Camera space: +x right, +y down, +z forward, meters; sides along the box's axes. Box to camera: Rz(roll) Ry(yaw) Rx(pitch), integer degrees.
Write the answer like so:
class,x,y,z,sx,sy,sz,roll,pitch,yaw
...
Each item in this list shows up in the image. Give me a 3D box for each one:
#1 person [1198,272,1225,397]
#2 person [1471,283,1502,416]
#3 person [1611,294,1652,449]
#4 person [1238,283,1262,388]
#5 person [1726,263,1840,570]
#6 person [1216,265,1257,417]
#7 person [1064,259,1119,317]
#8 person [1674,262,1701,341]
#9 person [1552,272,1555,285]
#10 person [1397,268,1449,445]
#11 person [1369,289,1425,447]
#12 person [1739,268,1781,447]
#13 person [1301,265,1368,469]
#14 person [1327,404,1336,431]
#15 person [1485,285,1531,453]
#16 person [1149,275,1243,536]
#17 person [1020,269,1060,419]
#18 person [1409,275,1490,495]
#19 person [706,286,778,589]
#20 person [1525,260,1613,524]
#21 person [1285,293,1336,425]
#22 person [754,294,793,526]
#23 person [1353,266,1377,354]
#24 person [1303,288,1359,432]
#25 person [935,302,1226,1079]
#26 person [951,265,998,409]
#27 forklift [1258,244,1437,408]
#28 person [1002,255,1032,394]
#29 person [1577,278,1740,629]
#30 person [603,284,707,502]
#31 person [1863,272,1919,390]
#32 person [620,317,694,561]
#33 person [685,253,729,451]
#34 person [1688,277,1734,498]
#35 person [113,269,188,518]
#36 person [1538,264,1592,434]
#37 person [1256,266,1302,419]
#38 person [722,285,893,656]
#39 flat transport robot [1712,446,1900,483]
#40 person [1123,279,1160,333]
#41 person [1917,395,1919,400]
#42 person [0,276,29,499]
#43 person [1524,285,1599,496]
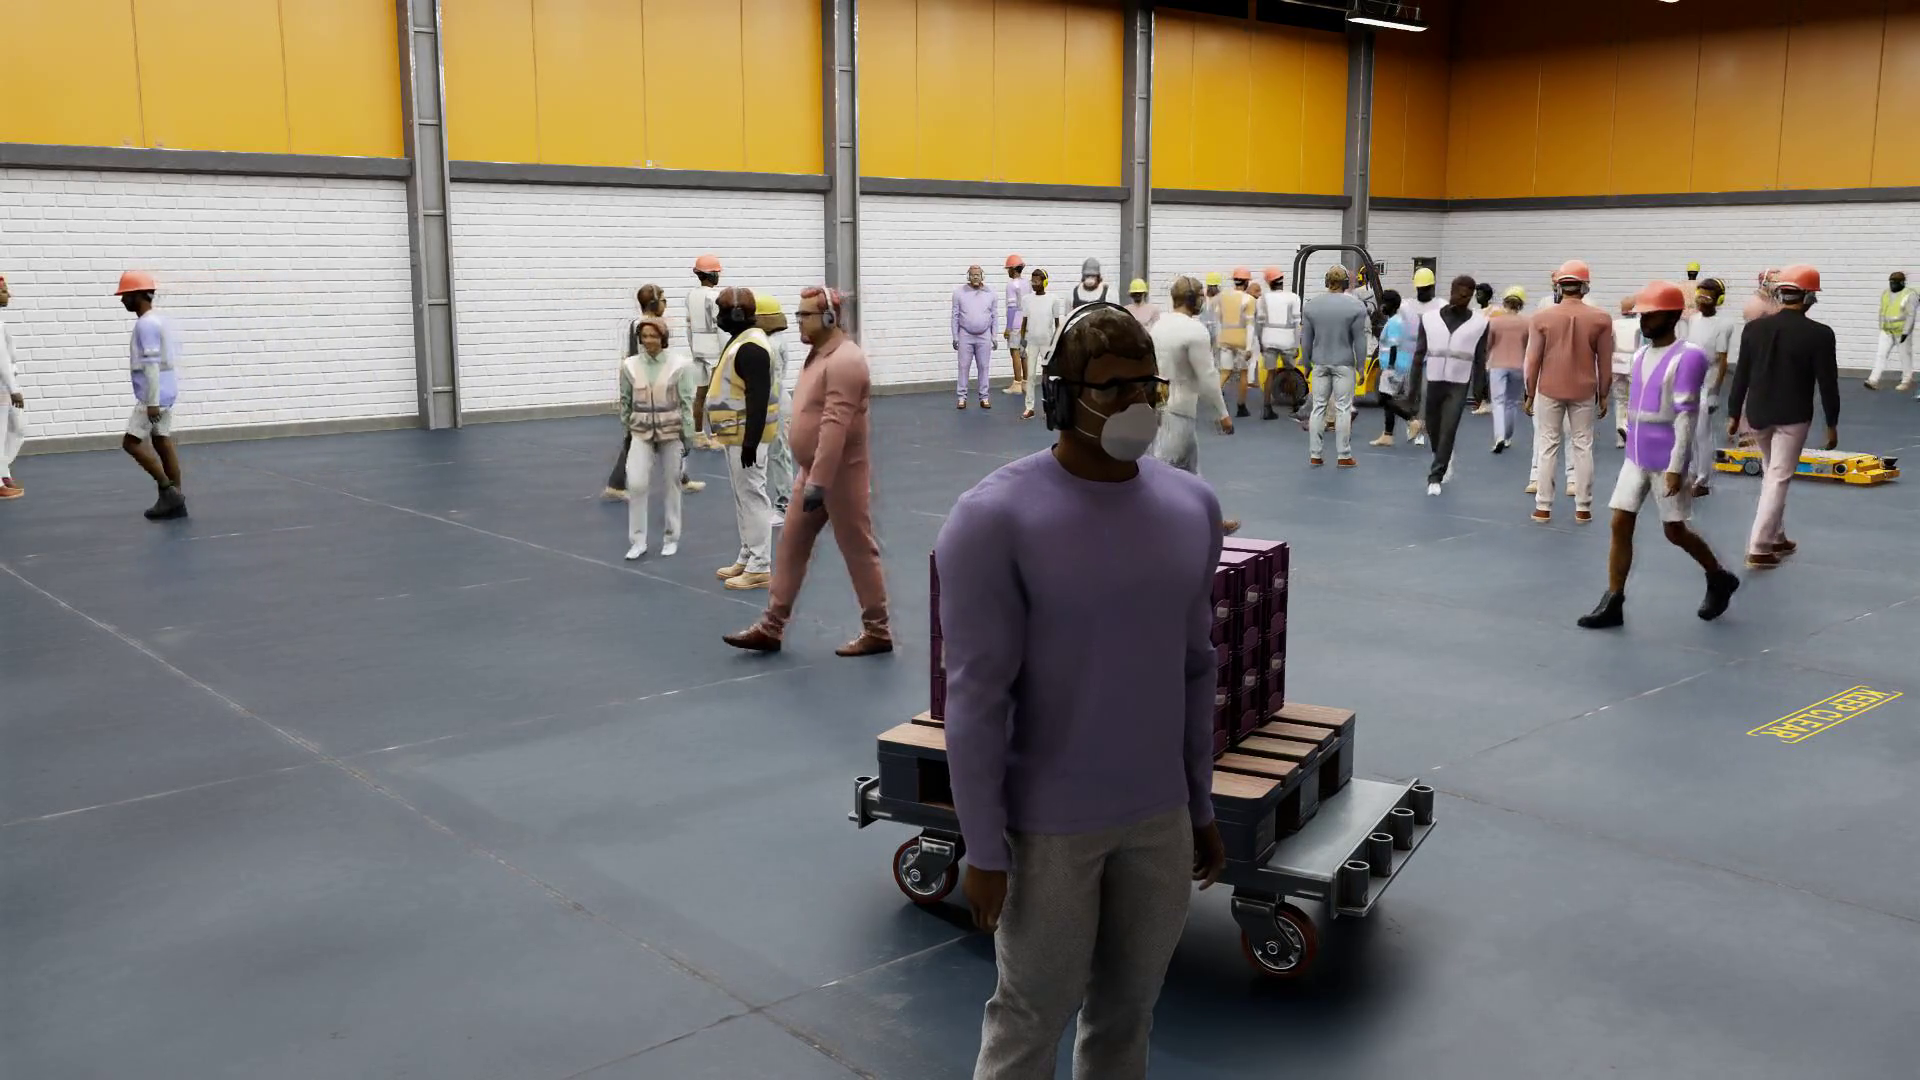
class,x,y,z,sx,sy,sz,roll,pitch,yaw
person,3.511,-2.882,23.540,0.850,1.787,0.602,-8,13,-40
person,6.568,-2.403,21.049,0.516,1.680,0.543,-3,10,-16
person,6.983,-1.753,17.405,0.419,1.619,0.529,-9,13,-41
person,4.492,-3.136,25.540,0.351,1.615,0.524,-9,13,-42
person,5.436,-0.801,10.830,0.857,1.964,0.660,-6,11,-32
person,3.398,-2.467,20.773,0.565,1.914,0.692,8,12,38
person,1.587,-2.440,20.223,0.685,2.000,1.023,1,10,8
person,12.407,-3.760,28.287,0.590,1.926,0.388,3,10,18
person,8.402,-2.830,23.158,0.416,1.838,0.596,7,12,36
person,5.016,-1.991,18.022,0.589,1.904,0.610,4,11,23
person,4.633,-1.800,17.556,0.517,1.673,0.561,3,10,19
person,8.474,-1.909,17.549,0.401,1.902,0.646,8,13,41
person,3.571,-1.647,15.879,0.636,1.939,0.362,5,11,28
person,4.367,-2.089,19.360,0.284,1.633,0.497,-4,10,-22
person,5.682,-1.774,17.256,0.548,1.727,0.865,2,10,10
person,1.539,-0.865,11.457,0.999,1.890,0.639,-3,10,-18
person,0.995,-2.425,20.662,0.518,1.862,0.323,3,10,18
person,4.227,-1.351,14.365,0.628,1.872,0.852,4,11,24
person,-1.332,-0.623,10.173,0.429,1.839,0.633,-2,10,-14
person,4.604,-1.117,12.617,0.617,1.990,0.393,3,10,14
person,4.296,-2.148,19.862,0.872,1.573,0.516,6,11,31
person,-1.417,-0.972,12.510,0.313,1.741,0.487,-1,10,-4
person,6.115,-3.218,25.278,0.513,1.872,0.328,-6,12,-33
person,4.249,-2.152,18.978,0.700,1.885,0.675,7,12,36
person,0.253,0.529,3.145,0.631,1.940,0.372,-7,12,-35
person,0.200,-2.695,22.111,0.640,1.909,0.409,-1,10,-7
forklift,5.256,-2.933,22.661,2.313,2.155,1.214,3,10,16
person,0.808,-3.155,24.410,0.391,2.039,0.614,6,11,30
person,3.842,-0.461,9.043,0.884,1.915,0.546,-4,10,-20
person,-2.584,-1.218,13.812,0.985,1.801,0.508,-7,12,-36
person,14.072,-3.138,25.055,0.950,1.781,0.641,-5,11,-28
person,-2.029,-0.664,11.076,0.519,1.619,0.624,0,10,2
person,-2.596,-1.945,17.308,0.607,2.048,0.369,9,13,43
person,6.159,-1.250,13.824,0.429,1.845,0.555,-2,10,-14
person,-6.202,-1.105,12.749,0.441,1.918,0.572,-3,10,-17
person,6.779,-2.105,18.598,0.632,1.955,0.969,6,12,34
person,4.000,-2.440,20.677,0.623,1.883,0.704,3,10,19
person,-0.766,-0.318,8.304,0.936,1.868,0.653,-4,11,-25
flat transport robot,7.737,-0.709,15.266,0.652,0.197,1.431,-8,13,-41
person,2.201,-2.324,20.399,0.578,1.747,0.414,2,10,14
person,13.549,-2.678,22.567,0.917,1.721,0.542,4,10,22
person,-7.992,-1.266,13.841,0.486,1.866,0.572,-7,12,-34
person,5.105,-1.297,14.118,0.633,1.841,0.429,5,11,25
